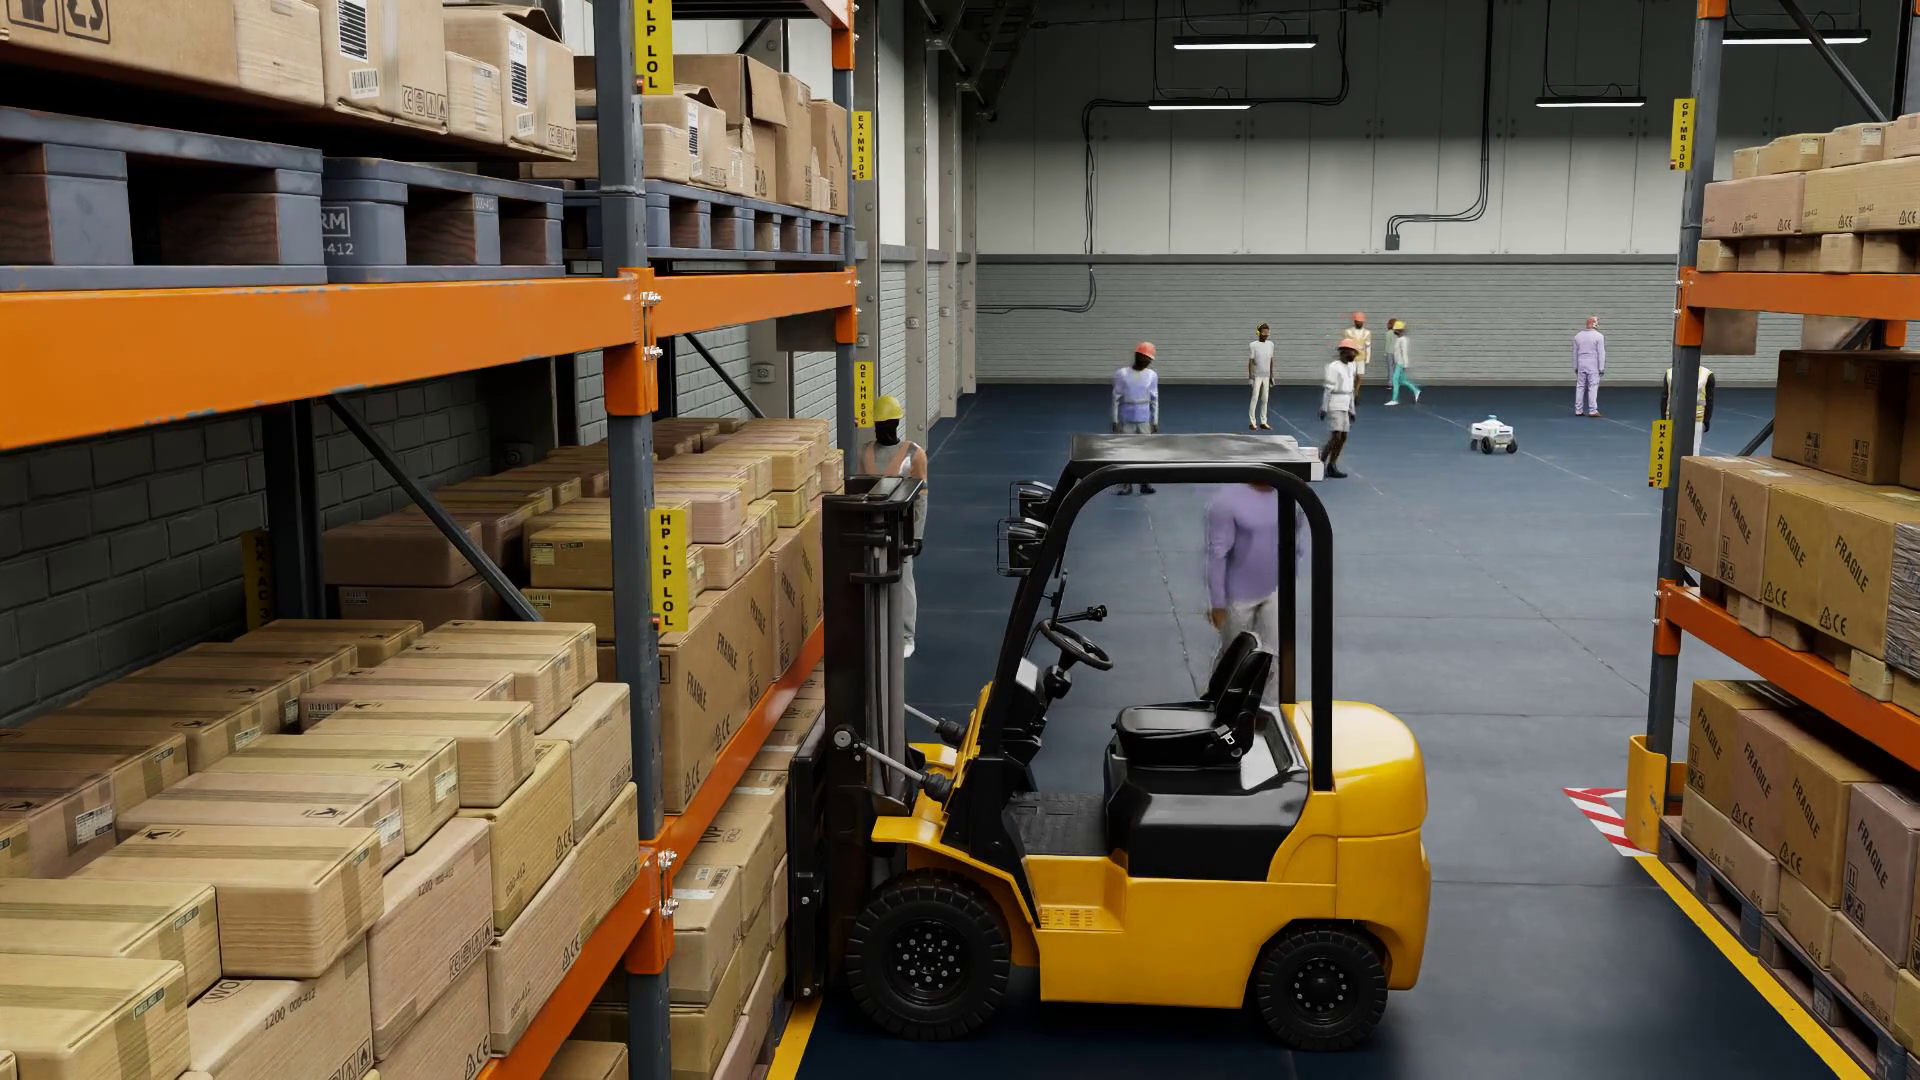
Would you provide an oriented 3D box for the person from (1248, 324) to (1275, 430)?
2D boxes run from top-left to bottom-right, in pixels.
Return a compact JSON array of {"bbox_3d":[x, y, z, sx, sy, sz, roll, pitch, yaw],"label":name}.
[{"bbox_3d":[5.257,-2.838,28.995,0.517,1.865,0.313,-5,10,-26],"label":"person"}]

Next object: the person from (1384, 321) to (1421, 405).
[{"bbox_3d":[9.129,-3.630,34.183,0.716,1.737,0.534,0,9,0],"label":"person"}]

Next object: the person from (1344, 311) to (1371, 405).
[{"bbox_3d":[8.123,-3.704,34.013,0.556,1.923,0.478,0,9,0],"label":"person"}]

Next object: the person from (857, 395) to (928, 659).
[{"bbox_3d":[-0.521,-0.094,12.155,0.590,1.927,0.367,5,10,26],"label":"person"}]

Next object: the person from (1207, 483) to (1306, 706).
[{"bbox_3d":[1.729,0.304,9.877,0.646,1.895,1.012,-2,10,-14],"label":"person"}]

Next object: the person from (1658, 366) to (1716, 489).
[{"bbox_3d":[9.241,-1.541,21.184,0.624,1.844,0.430,7,11,35],"label":"person"}]

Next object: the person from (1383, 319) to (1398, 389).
[{"bbox_3d":[10.075,-4.335,38.735,0.497,1.636,0.286,-6,11,-30],"label":"person"}]

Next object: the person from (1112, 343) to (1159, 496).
[{"bbox_3d":[2.200,-1.505,20.804,0.621,1.900,0.396,-1,9,-5],"label":"person"}]

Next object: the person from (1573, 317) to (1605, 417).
[{"bbox_3d":[11.935,-3.273,31.505,0.407,1.902,0.639,-6,11,-34],"label":"person"}]

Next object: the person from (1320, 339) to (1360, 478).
[{"bbox_3d":[5.105,-1.765,22.443,0.387,1.872,0.668,8,12,39],"label":"person"}]

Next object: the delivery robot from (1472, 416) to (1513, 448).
[{"bbox_3d":[8.173,-1.665,25.539,0.477,0.478,0.707,-2,10,-13],"label":"delivery robot"}]
